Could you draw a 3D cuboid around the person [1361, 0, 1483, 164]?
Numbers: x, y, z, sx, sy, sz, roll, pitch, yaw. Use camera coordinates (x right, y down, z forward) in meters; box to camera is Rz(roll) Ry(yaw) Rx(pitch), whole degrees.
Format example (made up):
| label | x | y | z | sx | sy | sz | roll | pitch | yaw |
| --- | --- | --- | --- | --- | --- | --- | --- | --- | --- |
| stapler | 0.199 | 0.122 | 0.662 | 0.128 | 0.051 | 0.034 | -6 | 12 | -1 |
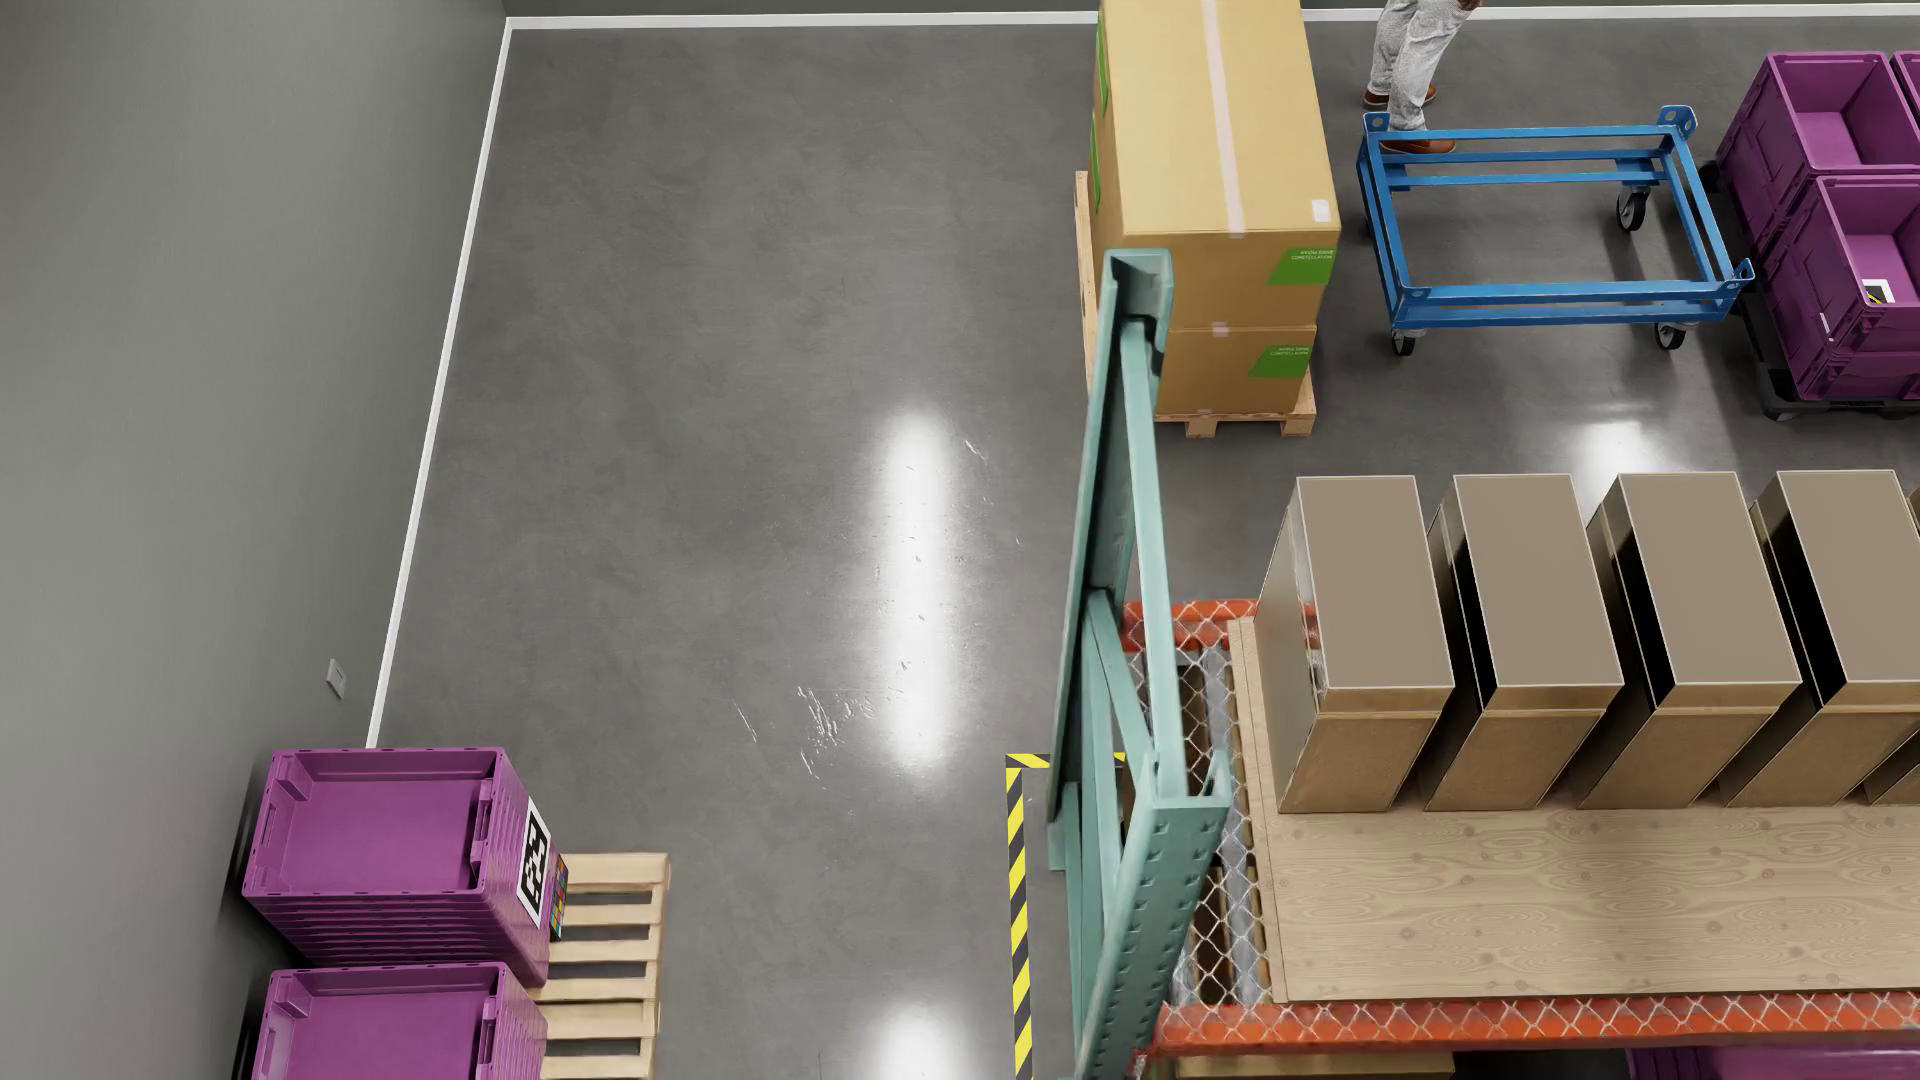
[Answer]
| label | x | y | z | sx | sy | sz | roll | pitch | yaw |
| --- | --- | --- | --- | --- | --- | --- | --- | --- | --- |
| person | 1.819 | -2.238 | 6.075 | 0.372 | 1.940 | 0.632 | -3 | 58 | -2 |
